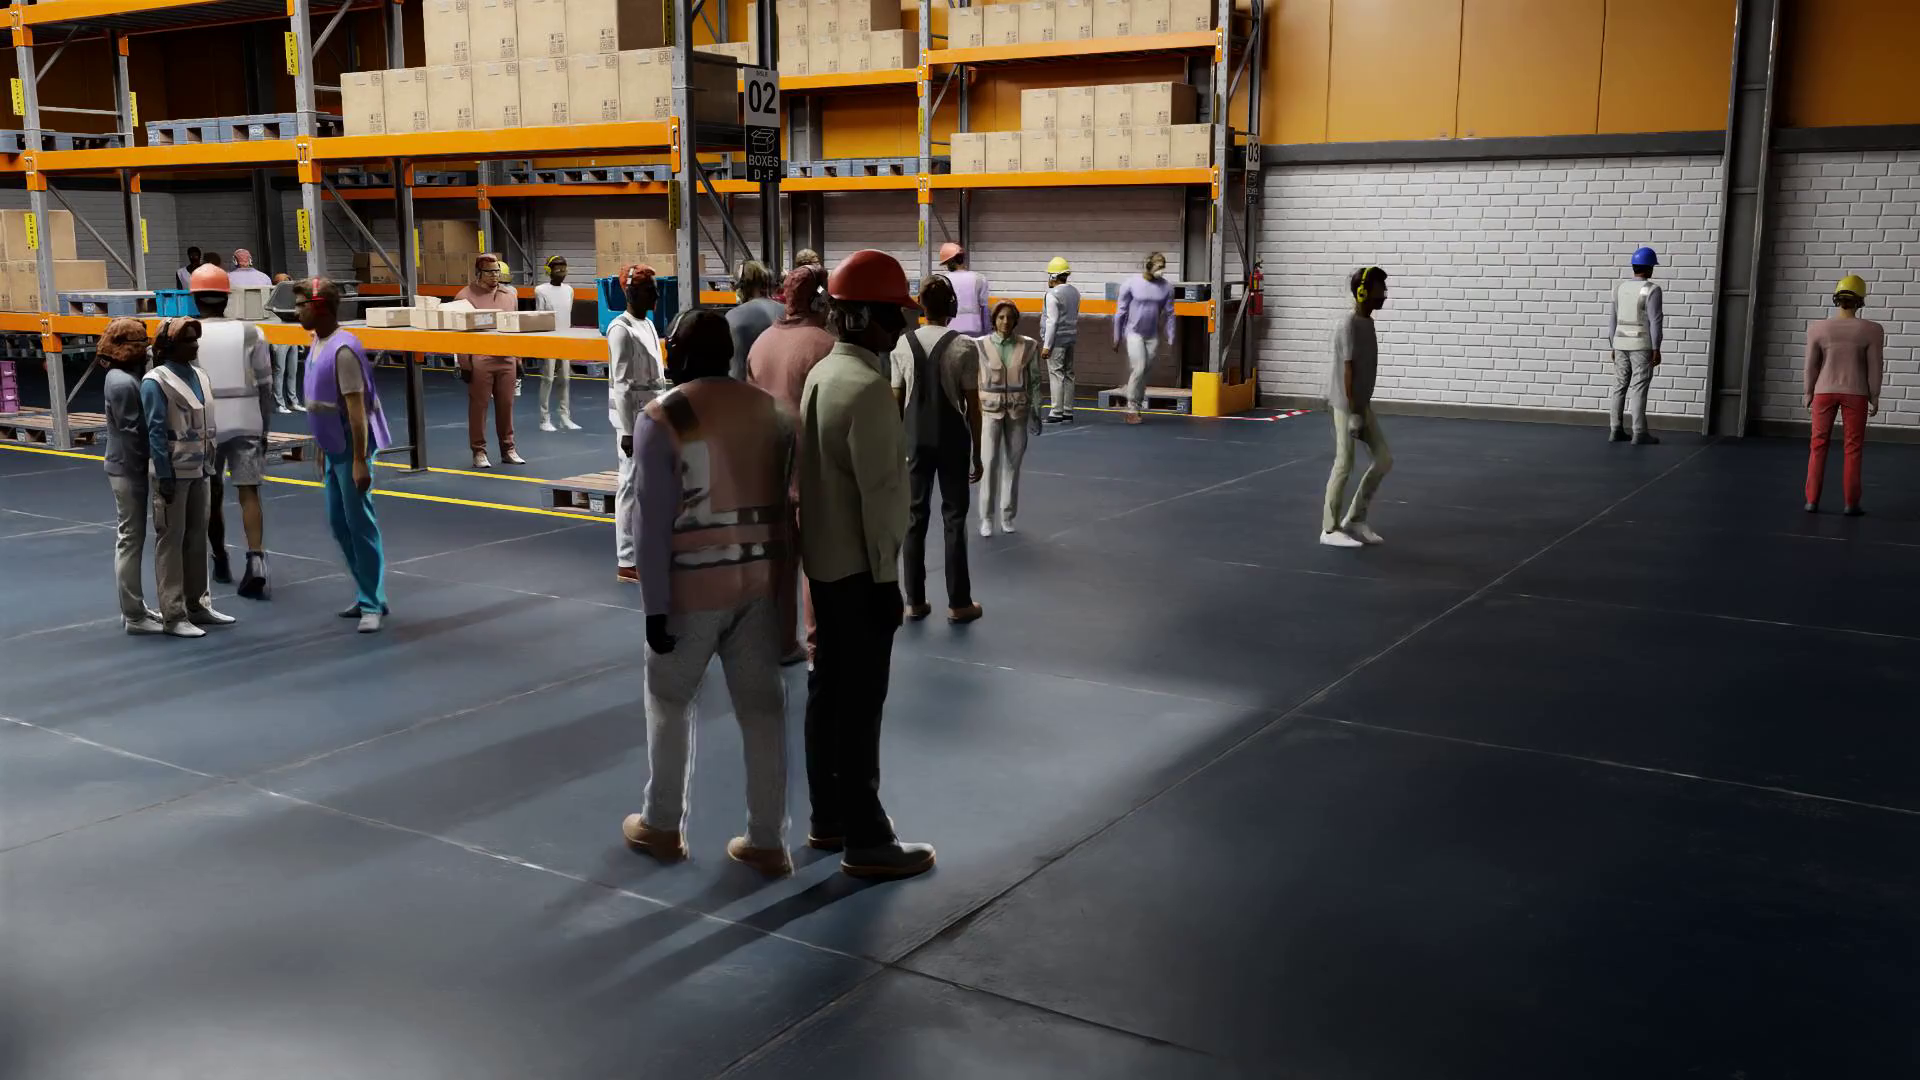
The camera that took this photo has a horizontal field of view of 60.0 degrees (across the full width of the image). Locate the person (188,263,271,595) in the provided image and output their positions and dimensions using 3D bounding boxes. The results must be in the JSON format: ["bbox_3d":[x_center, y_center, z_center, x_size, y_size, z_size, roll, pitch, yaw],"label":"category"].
[{"bbox_3d":[-4.222,-0.632,9.562,0.546,1.902,0.914,-5,12,-27],"label":"person"}]

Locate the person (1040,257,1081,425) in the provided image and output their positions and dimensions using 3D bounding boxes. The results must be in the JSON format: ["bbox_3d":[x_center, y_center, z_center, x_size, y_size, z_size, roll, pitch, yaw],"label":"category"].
[{"bbox_3d":[1.075,-2.175,18.253,0.403,1.834,0.589,7,12,33],"label":"person"}]

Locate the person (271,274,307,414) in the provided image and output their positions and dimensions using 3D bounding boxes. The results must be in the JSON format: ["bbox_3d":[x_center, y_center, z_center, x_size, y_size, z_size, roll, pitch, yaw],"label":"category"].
[{"bbox_3d":[-7.905,-2.302,19.516,0.280,1.633,0.500,4,11,19],"label":"person"}]

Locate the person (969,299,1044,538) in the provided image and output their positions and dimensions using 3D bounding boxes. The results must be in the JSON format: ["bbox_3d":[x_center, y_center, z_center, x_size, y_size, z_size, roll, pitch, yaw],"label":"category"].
[{"bbox_3d":[0.313,-0.824,11.353,0.518,1.619,0.567,-1,10,-6],"label":"person"}]

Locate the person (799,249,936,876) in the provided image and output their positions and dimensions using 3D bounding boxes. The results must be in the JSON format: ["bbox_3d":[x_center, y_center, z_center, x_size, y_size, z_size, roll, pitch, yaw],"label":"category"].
[{"bbox_3d":[-0.321,0.072,5.368,0.391,1.991,0.612,-4,11,-23],"label":"person"}]

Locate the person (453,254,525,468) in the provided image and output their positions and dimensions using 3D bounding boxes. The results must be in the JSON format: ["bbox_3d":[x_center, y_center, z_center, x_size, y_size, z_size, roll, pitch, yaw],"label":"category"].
[{"bbox_3d":[-4.182,-1.596,14.875,0.404,1.900,0.642,9,13,40],"label":"person"}]

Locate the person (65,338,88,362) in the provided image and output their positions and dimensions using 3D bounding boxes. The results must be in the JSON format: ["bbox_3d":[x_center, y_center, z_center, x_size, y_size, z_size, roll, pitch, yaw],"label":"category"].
[{"bbox_3d":[-14.818,-3.837,27.651,0.329,1.767,0.529,7,12,34],"label":"person"}]

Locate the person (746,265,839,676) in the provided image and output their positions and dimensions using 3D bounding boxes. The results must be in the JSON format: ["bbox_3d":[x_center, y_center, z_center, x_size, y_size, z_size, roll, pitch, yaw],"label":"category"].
[{"bbox_3d":[-0.700,-0.321,7.791,0.401,1.907,0.649,-10,14,-44],"label":"person"}]

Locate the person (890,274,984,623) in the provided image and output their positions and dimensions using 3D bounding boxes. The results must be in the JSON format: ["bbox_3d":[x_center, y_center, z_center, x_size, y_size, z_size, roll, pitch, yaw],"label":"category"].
[{"bbox_3d":[-0.115,-0.474,8.807,0.507,1.844,0.344,3,11,19],"label":"person"}]

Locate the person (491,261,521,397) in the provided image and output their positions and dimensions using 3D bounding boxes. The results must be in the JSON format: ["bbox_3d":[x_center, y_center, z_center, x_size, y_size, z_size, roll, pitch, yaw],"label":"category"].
[{"bbox_3d":[-5.917,-2.723,21.536,0.286,1.745,0.493,5,11,24],"label":"person"}]

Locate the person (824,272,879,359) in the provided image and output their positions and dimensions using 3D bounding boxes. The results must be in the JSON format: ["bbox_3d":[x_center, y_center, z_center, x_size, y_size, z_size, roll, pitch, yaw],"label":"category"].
[{"bbox_3d":[-0.877,-1.266,13.384,0.604,1.786,0.942,-6,12,-30],"label":"person"}]

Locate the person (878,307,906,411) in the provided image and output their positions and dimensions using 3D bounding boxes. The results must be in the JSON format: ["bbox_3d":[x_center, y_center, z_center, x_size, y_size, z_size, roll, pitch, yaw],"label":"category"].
[{"bbox_3d":[-0.773,-2.128,18.459,0.550,1.657,0.806,-9,14,-41],"label":"person"}]

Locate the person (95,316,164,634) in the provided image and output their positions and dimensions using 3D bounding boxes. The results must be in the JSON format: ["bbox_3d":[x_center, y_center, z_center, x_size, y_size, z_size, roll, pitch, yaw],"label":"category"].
[{"bbox_3d":[-4.269,-0.334,8.608,0.286,1.634,0.500,-5,11,-26],"label":"person"}]

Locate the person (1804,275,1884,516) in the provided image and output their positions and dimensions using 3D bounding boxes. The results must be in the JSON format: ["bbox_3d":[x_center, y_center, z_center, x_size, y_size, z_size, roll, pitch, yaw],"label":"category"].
[{"bbox_3d":[6.497,-1.059,12.259,0.523,1.769,0.310,7,13,35],"label":"person"}]

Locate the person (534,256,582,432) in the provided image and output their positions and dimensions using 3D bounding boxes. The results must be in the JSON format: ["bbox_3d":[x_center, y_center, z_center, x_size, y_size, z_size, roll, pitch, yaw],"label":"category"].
[{"bbox_3d":[-4.290,-2.072,17.697,0.498,1.873,0.564,8,13,37],"label":"person"}]

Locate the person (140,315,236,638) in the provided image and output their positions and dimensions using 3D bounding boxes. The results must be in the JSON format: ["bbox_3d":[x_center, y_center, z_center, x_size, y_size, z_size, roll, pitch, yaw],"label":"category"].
[{"bbox_3d":[-3.992,-0.331,8.572,0.314,1.642,0.515,1,10,7],"label":"person"}]

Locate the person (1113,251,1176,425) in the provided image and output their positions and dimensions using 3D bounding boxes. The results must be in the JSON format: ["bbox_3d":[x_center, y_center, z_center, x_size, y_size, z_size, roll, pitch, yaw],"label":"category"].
[{"bbox_3d":[2.015,-2.199,18.200,0.646,1.894,0.669,-4,11,-20],"label":"person"}]

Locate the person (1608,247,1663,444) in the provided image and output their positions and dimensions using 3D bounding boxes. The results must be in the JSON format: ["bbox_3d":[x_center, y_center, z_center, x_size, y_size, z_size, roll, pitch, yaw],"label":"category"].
[{"bbox_3d":[6.742,-1.931,16.585,0.397,1.949,0.603,-5,11,-25],"label":"person"}]

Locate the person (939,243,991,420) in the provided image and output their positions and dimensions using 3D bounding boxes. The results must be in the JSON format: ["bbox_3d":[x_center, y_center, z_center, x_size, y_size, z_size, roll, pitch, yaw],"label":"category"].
[{"bbox_3d":[0.013,-2.332,18.688,0.651,1.992,0.448,-3,11,-17],"label":"person"}]

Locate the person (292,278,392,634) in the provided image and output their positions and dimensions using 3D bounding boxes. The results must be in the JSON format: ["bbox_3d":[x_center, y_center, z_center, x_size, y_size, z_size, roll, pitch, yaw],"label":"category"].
[{"bbox_3d":[-3.163,-0.432,8.631,0.417,1.831,0.715,-7,13,-35],"label":"person"}]

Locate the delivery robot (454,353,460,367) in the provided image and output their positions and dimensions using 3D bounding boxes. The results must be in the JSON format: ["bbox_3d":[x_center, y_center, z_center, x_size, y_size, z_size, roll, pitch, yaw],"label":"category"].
[{"bbox_3d":[-7.016,-2.647,24.157,0.707,0.478,0.477,7,12,33],"label":"delivery robot"}]

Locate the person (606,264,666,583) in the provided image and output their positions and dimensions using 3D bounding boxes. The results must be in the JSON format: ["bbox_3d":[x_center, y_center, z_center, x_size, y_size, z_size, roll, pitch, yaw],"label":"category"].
[{"bbox_3d":[-1.905,-0.689,9.884,0.340,1.882,0.585,1,10,5],"label":"person"}]

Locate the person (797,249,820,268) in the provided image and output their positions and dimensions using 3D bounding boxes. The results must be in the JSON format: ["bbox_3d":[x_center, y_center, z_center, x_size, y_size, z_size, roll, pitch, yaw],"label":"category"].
[{"bbox_3d":[-1.579,-2.007,17.051,0.370,1.934,0.627,-2,10,-12],"label":"person"}]

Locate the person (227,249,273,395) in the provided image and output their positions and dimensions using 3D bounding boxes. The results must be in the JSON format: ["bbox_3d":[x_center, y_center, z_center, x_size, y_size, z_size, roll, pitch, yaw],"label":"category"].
[{"bbox_3d":[-9.168,-2.779,21.414,0.641,1.905,0.410,-8,13,-39],"label":"person"}]

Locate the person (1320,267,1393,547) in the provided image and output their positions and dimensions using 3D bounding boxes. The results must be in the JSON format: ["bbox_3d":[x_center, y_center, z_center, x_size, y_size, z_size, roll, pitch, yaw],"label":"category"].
[{"bbox_3d":[2.618,-0.854,10.904,0.520,1.851,0.512,8,13,36],"label":"person"}]

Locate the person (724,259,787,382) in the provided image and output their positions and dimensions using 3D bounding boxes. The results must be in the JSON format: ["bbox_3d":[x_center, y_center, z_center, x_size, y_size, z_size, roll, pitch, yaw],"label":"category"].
[{"bbox_3d":[-1.191,-0.759,10.201,0.508,1.907,0.667,8,13,37],"label":"person"}]

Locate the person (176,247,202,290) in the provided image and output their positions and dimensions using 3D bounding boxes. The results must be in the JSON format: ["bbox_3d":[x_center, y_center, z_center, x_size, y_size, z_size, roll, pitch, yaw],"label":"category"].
[{"bbox_3d":[-11.775,-3.565,25.721,0.592,1.919,0.392,-4,11,-21],"label":"person"}]

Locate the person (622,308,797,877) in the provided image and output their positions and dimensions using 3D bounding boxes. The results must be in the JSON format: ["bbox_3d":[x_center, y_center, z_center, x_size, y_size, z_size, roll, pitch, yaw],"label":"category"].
[{"bbox_3d":[-0.811,0.164,5.400,0.648,1.804,0.743,-9,14,-41],"label":"person"}]

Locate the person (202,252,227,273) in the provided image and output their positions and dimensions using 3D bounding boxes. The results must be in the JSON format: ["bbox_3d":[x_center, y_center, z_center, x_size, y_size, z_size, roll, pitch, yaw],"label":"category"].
[{"bbox_3d":[-11.527,-3.547,25.861,0.432,1.843,0.719,-1,10,-7],"label":"person"}]
